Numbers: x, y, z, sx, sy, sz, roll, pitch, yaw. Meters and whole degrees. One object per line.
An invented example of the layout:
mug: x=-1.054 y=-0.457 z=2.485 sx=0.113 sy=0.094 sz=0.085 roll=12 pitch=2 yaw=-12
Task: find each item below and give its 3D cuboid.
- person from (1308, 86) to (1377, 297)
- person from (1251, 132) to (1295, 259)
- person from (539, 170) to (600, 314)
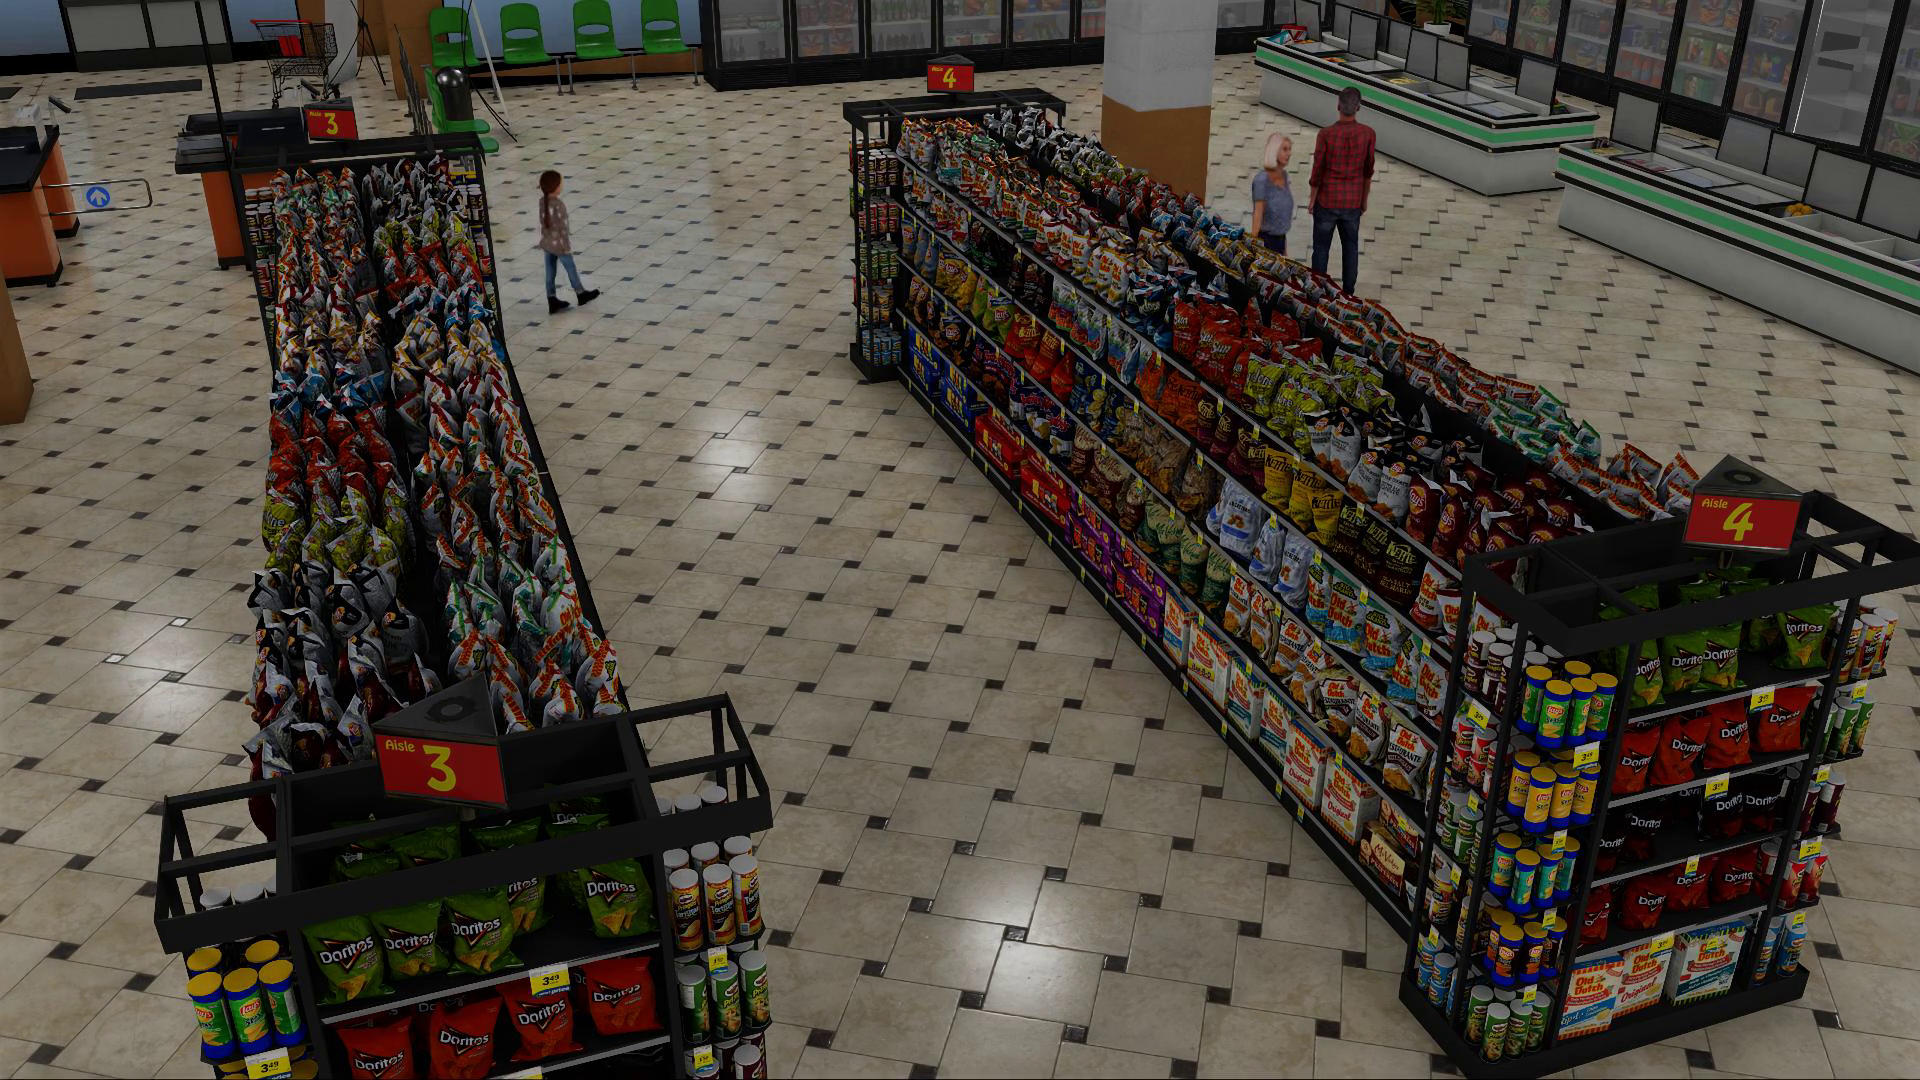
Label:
person: x=3.154 y=-2.835 z=13.819 sx=0.745 sy=1.831 sz=0.668 roll=-1 pitch=27 yaw=-2
person: x=2.319 y=-2.311 z=12.920 sx=0.789 sy=1.711 sz=0.737 roll=22 pitch=34 yaw=37
person: x=-3.391 y=-2.453 z=13.785 sx=0.730 sy=1.181 sz=0.756 roll=18 pitch=32 yaw=32
